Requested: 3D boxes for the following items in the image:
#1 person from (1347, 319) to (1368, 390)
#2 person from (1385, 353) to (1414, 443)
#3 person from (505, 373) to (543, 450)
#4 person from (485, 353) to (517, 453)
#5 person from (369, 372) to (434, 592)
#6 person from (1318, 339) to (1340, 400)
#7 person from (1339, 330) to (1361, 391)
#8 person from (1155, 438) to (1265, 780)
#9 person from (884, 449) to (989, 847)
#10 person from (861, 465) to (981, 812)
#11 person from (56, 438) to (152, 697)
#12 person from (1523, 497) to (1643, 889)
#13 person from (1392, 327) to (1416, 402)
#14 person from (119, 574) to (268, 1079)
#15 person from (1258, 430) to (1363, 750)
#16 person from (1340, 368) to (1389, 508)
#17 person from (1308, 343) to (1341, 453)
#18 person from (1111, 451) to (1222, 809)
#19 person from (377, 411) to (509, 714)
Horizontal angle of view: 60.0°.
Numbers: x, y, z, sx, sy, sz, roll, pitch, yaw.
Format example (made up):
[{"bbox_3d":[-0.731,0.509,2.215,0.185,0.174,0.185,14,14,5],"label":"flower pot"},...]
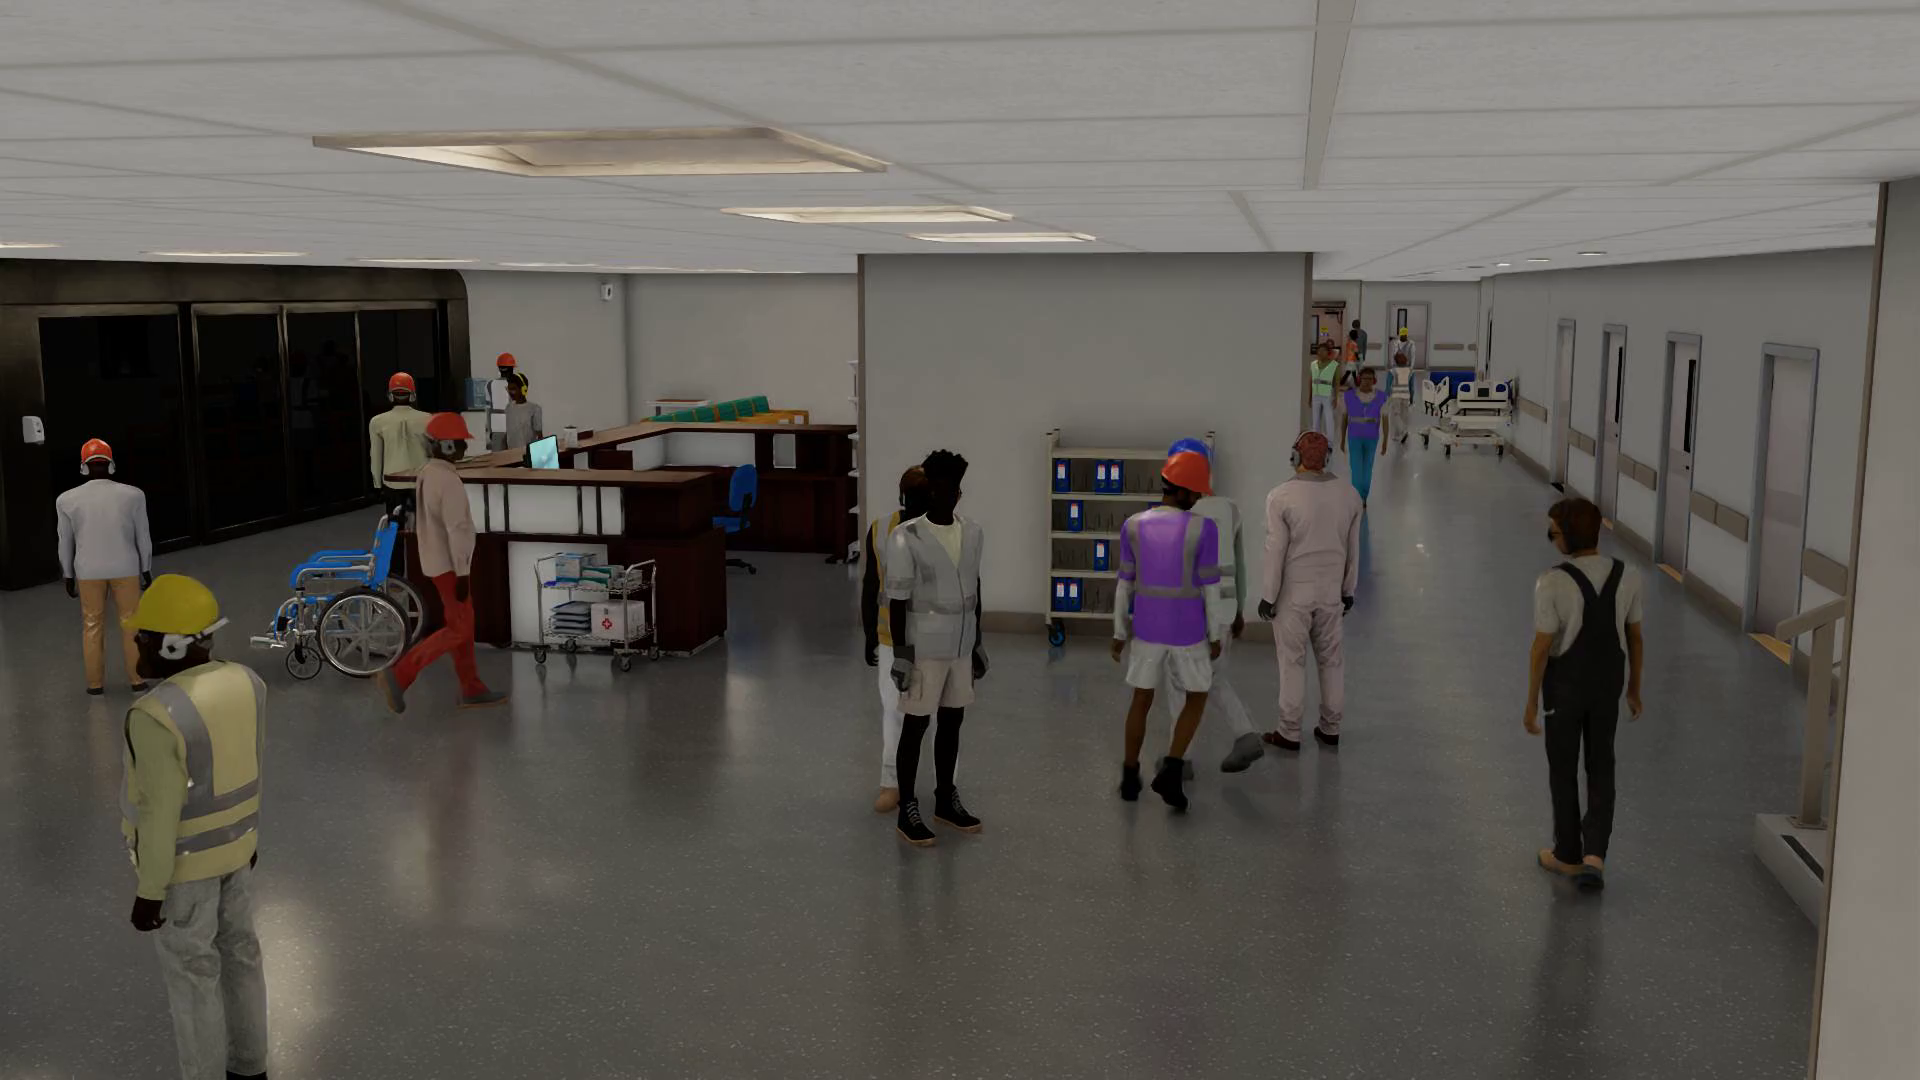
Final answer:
[{"bbox_3d":[10.732,-5.010,45.069,0.635,1.936,0.354,-3,9,-21],"label":"person"},{"bbox_3d":[7.918,-2.552,29.844,0.524,1.611,0.767,-2,9,-12],"label":"person"},{"bbox_3d":[-4.632,-0.830,17.583,0.519,1.865,0.326,4,10,26],"label":"person"},{"bbox_3d":[-5.822,-1.436,21.405,0.546,1.929,0.392,2,9,13],"label":"person"},{"bbox_3d":[-5.013,-0.519,15.078,0.612,1.995,0.376,-3,9,-21],"label":"person"},{"bbox_3d":[8.517,-3.851,38.453,0.527,1.600,0.850,1,9,9],"label":"person"},{"bbox_3d":[10.587,-4.829,44.801,0.852,1.651,0.542,-1,9,-5],"label":"person"},{"bbox_3d":[1.359,0.399,9.235,0.648,1.918,0.621,-7,11,-38],"label":"person"},{"bbox_3d":[-0.103,0.521,8.270,0.612,1.962,0.363,-8,12,-42],"label":"person"},{"bbox_3d":[-0.209,0.521,8.695,0.633,1.839,0.429,1,9,8],"label":"person"},{"bbox_3d":[-5.758,0.186,11.227,0.564,1.743,0.352,-4,9,-24],"label":"person"},{"bbox_3d":[2.853,0.699,7.576,0.574,1.829,0.505,0,9,-2],"label":"person"},{"bbox_3d":[10.750,-4.246,40.394,0.590,1.824,0.403,7,11,40],"label":"person"},{"bbox_3d":[-2.497,1.016,5.417,0.404,1.834,0.600,1,9,9],"label":"person"},{"bbox_3d":[2.069,0.297,9.953,0.651,1.906,0.403,-3,9,-20],"label":"person"},{"bbox_3d":[5.009,-1.245,20.595,0.576,1.785,0.991,2,9,11],"label":"person"},{"bbox_3d":[6.115,-2.387,27.952,0.565,1.849,0.388,8,12,42],"label":"person"},{"bbox_3d":[1.061,0.479,8.734,0.597,1.904,0.471,5,10,28],"label":"person"},{"bbox_3d":[-3.334,0.162,10.638,0.801,1.971,0.631,-6,10,-34],"label":"person"}]
